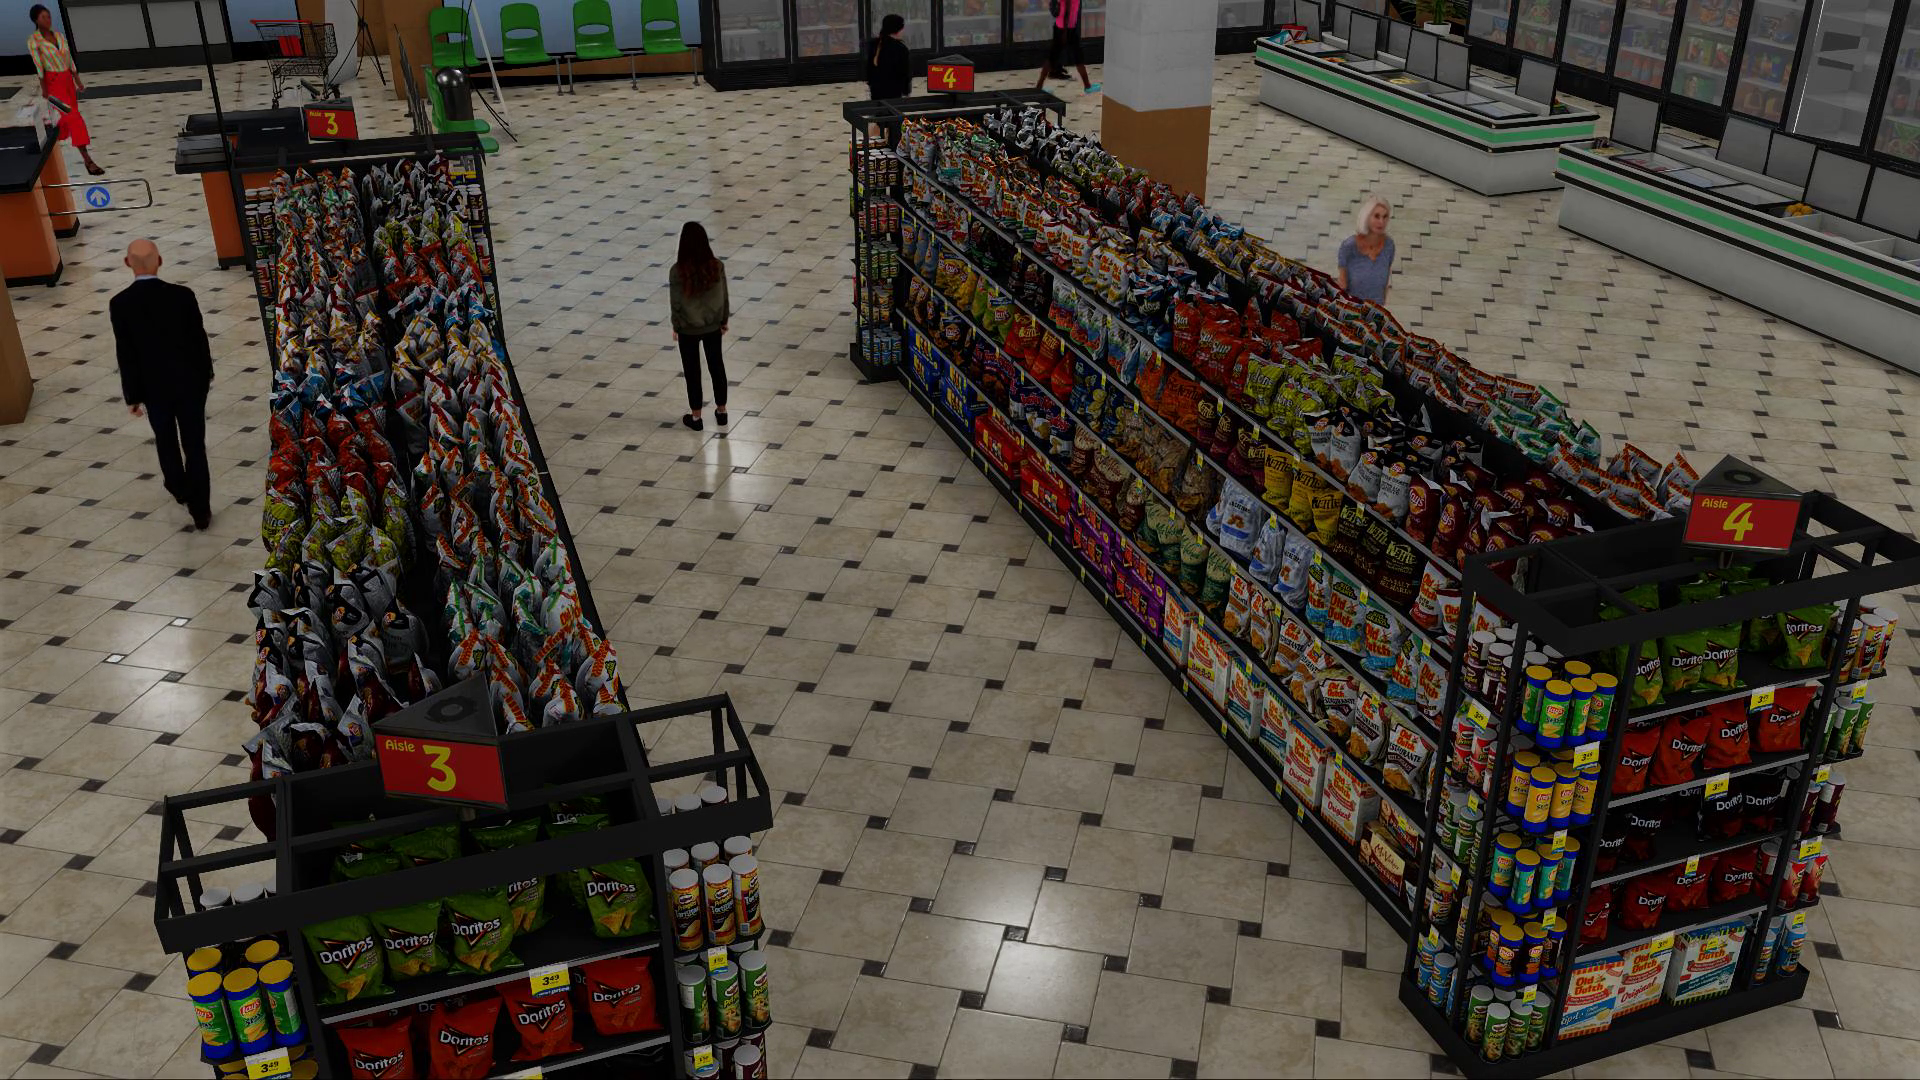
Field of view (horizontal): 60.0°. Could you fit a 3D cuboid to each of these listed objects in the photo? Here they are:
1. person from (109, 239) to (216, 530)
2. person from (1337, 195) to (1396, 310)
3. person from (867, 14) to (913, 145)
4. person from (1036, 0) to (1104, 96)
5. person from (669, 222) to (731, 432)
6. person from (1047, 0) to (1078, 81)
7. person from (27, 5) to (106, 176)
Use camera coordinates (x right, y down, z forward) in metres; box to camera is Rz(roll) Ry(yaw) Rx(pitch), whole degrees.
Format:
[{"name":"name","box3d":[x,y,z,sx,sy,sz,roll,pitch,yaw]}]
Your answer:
[{"name":"person","box3d":[-4.763,-0.902,10.069,0.675,1.775,0.929,-10,29,-19]},{"name":"person","box3d":[2.686,-1.538,11.421,0.709,1.686,1.041,-3,27,-7]},{"name":"person","box3d":[-0.791,-4.806,17.904,0.784,1.653,0.914,13,30,24]},{"name":"person","box3d":[1.252,-6.455,21.134,0.787,1.671,1.098,-6,27,-11]},{"name":"person","box3d":[-1.803,-1.487,11.554,0.606,1.475,0.550,-14,30,-25]},{"name":"person","box3d":[1.332,-7.058,22.150,0.874,1.828,0.717,-6,27,-11]},{"name":"person","box3d":[-9.629,-4.779,17.729,1.108,1.761,1.099,10,28,18]}]
